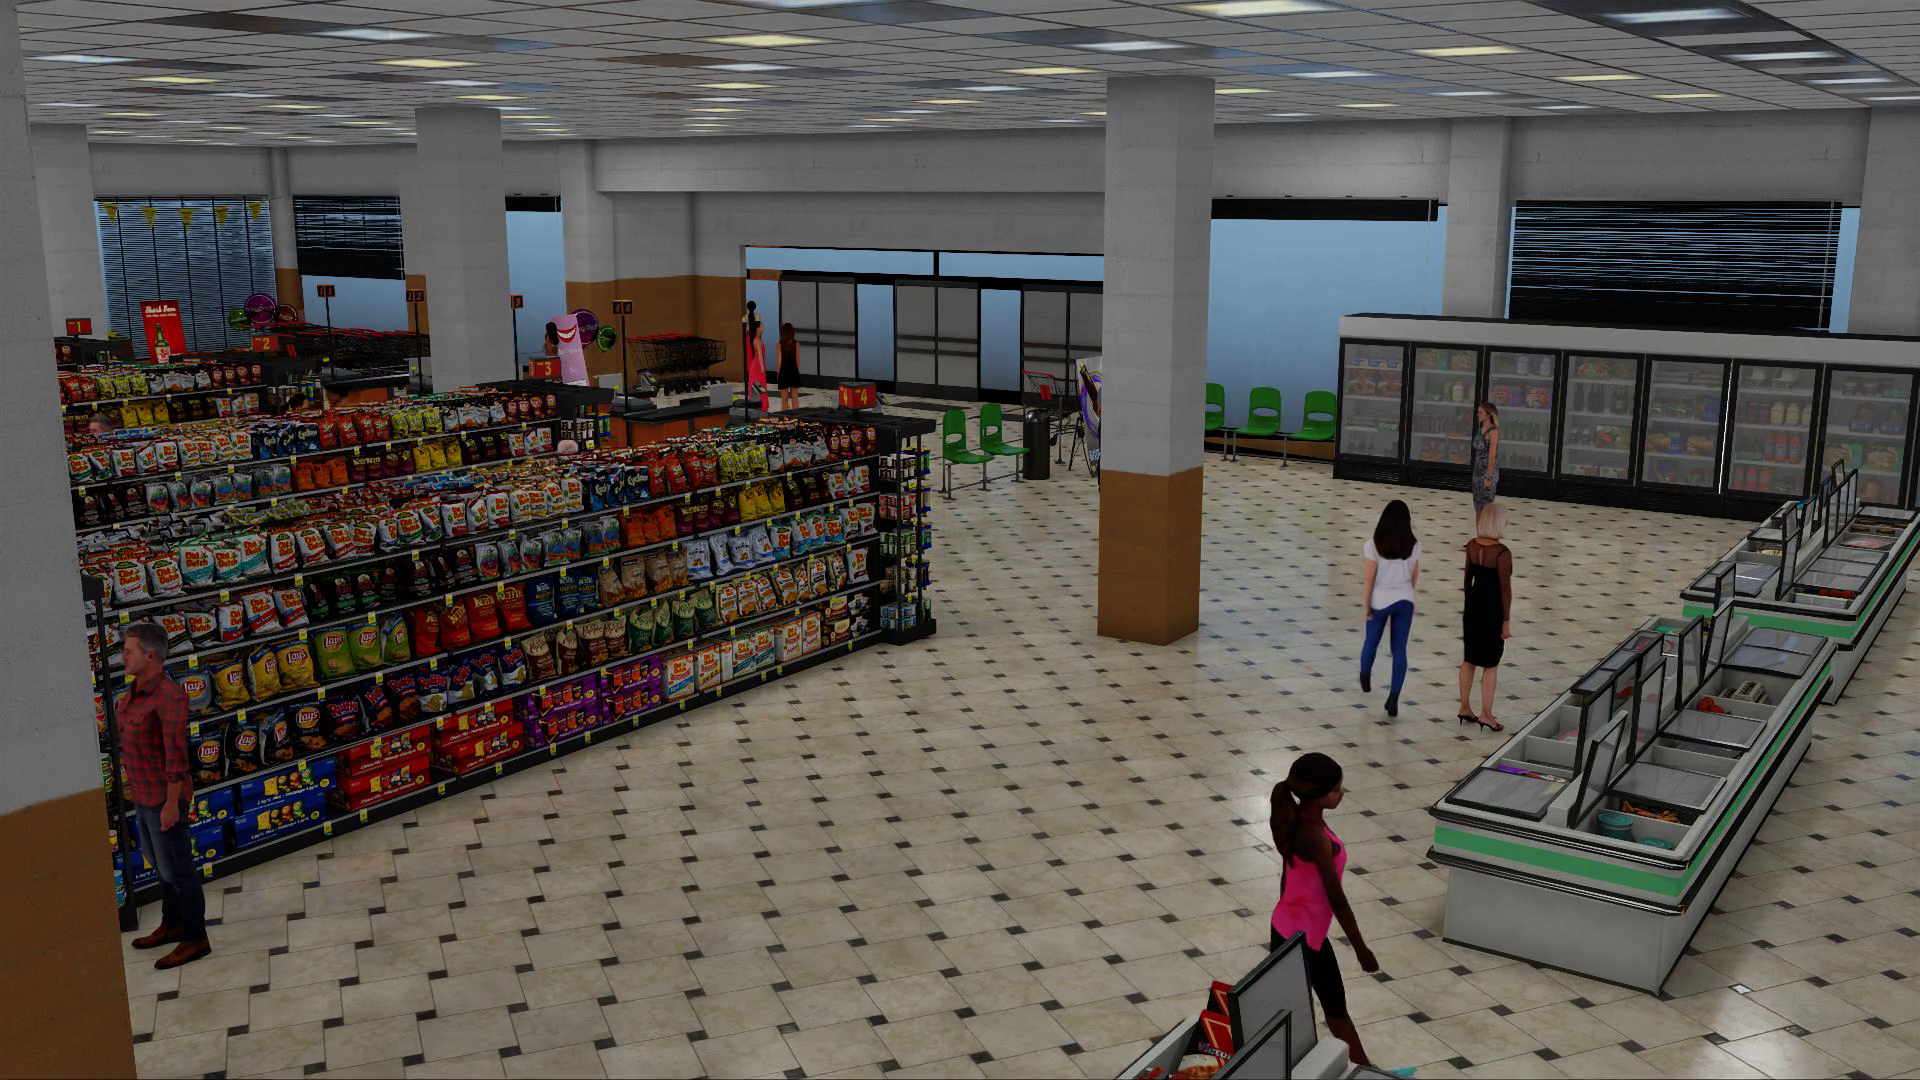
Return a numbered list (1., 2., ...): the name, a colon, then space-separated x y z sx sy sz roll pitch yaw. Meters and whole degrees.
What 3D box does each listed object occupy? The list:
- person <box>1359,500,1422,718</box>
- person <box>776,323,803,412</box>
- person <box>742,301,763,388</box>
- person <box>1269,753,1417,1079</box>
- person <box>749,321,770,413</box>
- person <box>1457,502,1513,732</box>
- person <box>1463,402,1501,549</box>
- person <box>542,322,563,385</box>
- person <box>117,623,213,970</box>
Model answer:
1. person: 3.349 0.570 12.838 0.903 1.644 1.115 1 12 6
2. person: -2.905 -2.763 28.204 0.626 1.835 0.723 -5 13 -22
3. person: -4.303 -4.076 34.543 0.640 1.792 0.744 -5 13 -22
4. person: 1.368 1.748 7.164 1.005 1.677 1.083 0 12 -1
5. person: -3.651 -3.102 30.073 0.746 1.728 0.712 -4 13 -19
6. person: 3.972 0.572 12.580 0.672 1.746 0.667 -6 13 -26
7. person: 5.946 -0.709 18.774 0.690 1.701 0.617 -1 12 -5
8. person: -7.536 -3.216 30.814 0.784 1.645 0.640 2 12 8
9. person: -4.224 1.324 8.806 0.615 1.831 0.720 -11 16 -43
